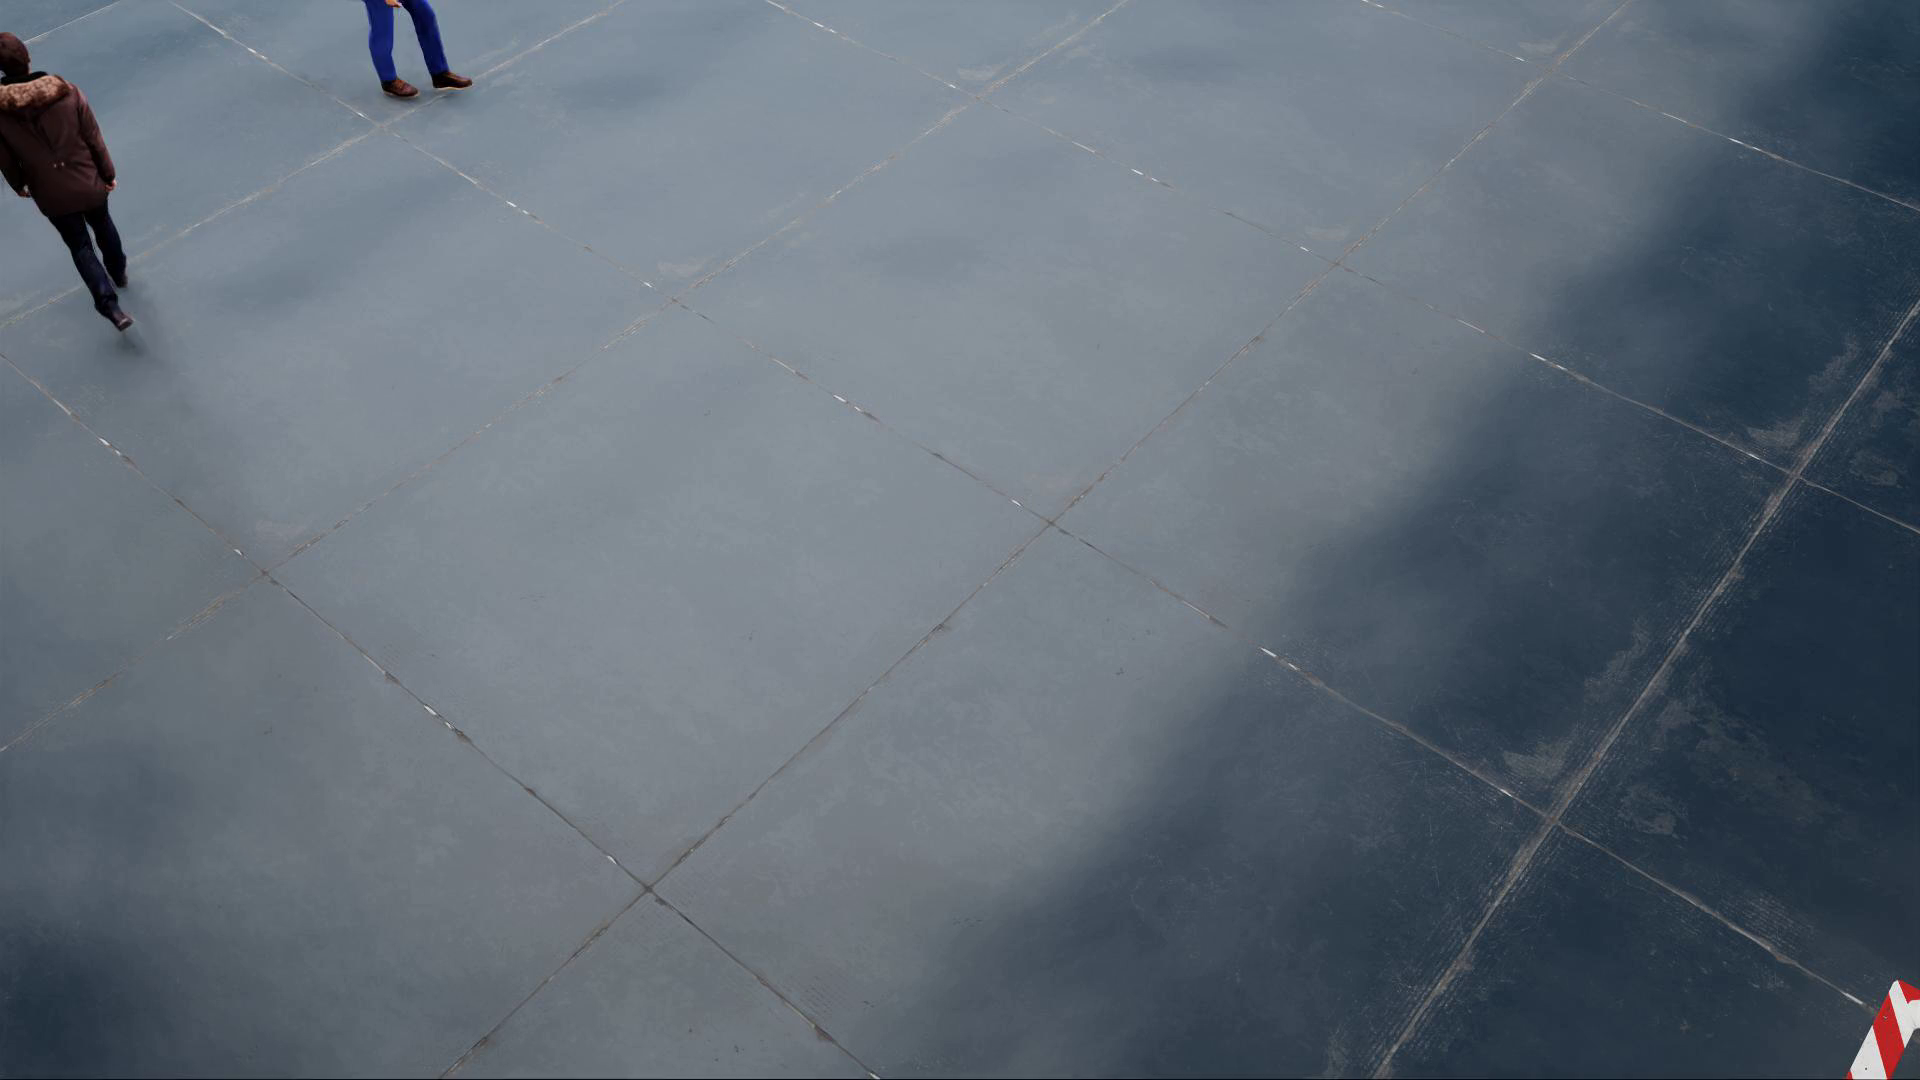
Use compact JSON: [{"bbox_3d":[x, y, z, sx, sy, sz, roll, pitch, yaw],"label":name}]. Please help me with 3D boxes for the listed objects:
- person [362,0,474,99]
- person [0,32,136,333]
[{"bbox_3d":[-4.031,-3.848,11.369,1.008,1.841,0.881,13,49,12],"label":"person"},{"bbox_3d":[-5.196,-2.036,9.713,1.019,1.811,1.268,-23,51,-20],"label":"person"}]
